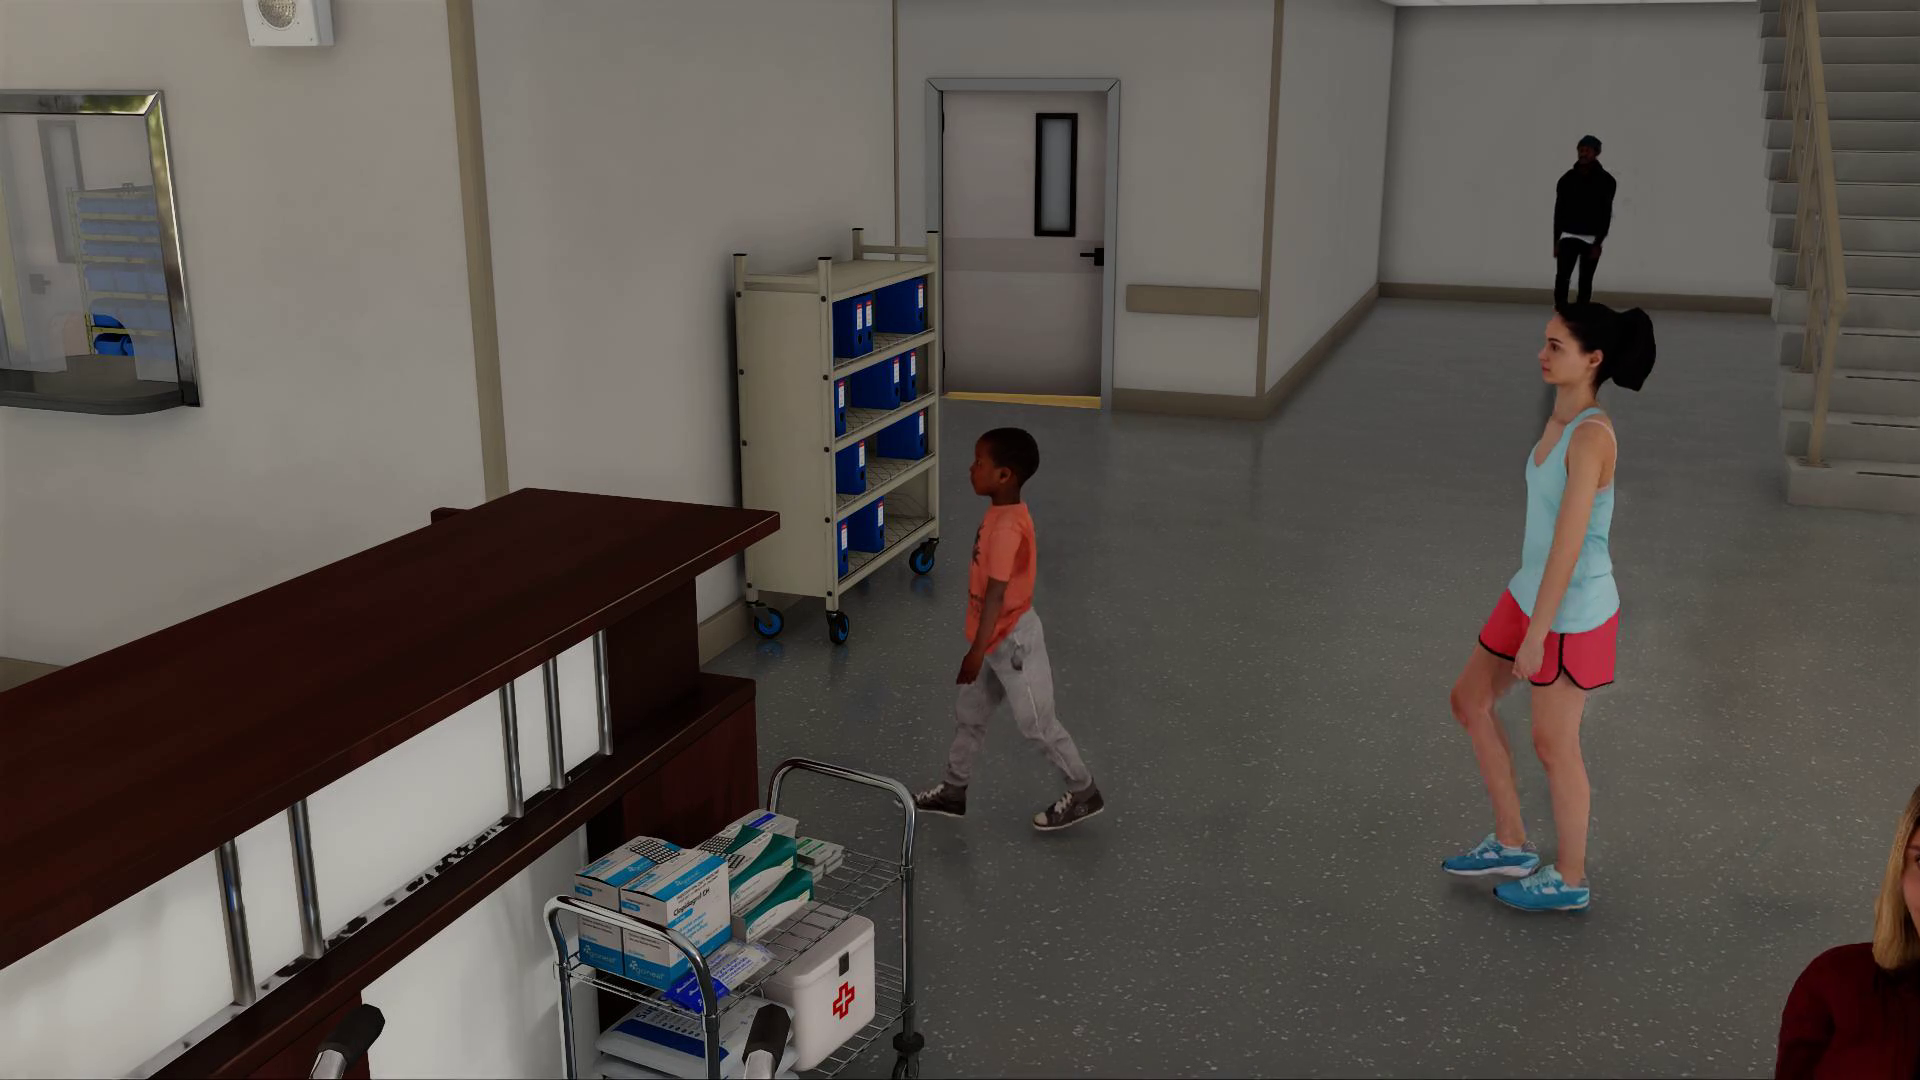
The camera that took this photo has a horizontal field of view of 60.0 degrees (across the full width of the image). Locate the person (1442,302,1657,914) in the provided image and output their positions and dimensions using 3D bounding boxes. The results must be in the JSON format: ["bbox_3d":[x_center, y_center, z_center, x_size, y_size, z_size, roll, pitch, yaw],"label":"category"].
[{"bbox_3d":[1.735,0.224,4.610,0.729,1.752,0.652,2,16,8],"label":"person"}]

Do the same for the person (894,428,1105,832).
[{"bbox_3d":[0.213,0.307,5.169,0.770,1.290,0.892,0,16,-1],"label":"person"}]

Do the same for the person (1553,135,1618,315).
[{"bbox_3d":[5.540,-2.661,14.754,0.716,1.800,0.722,10,18,30],"label":"person"}]
